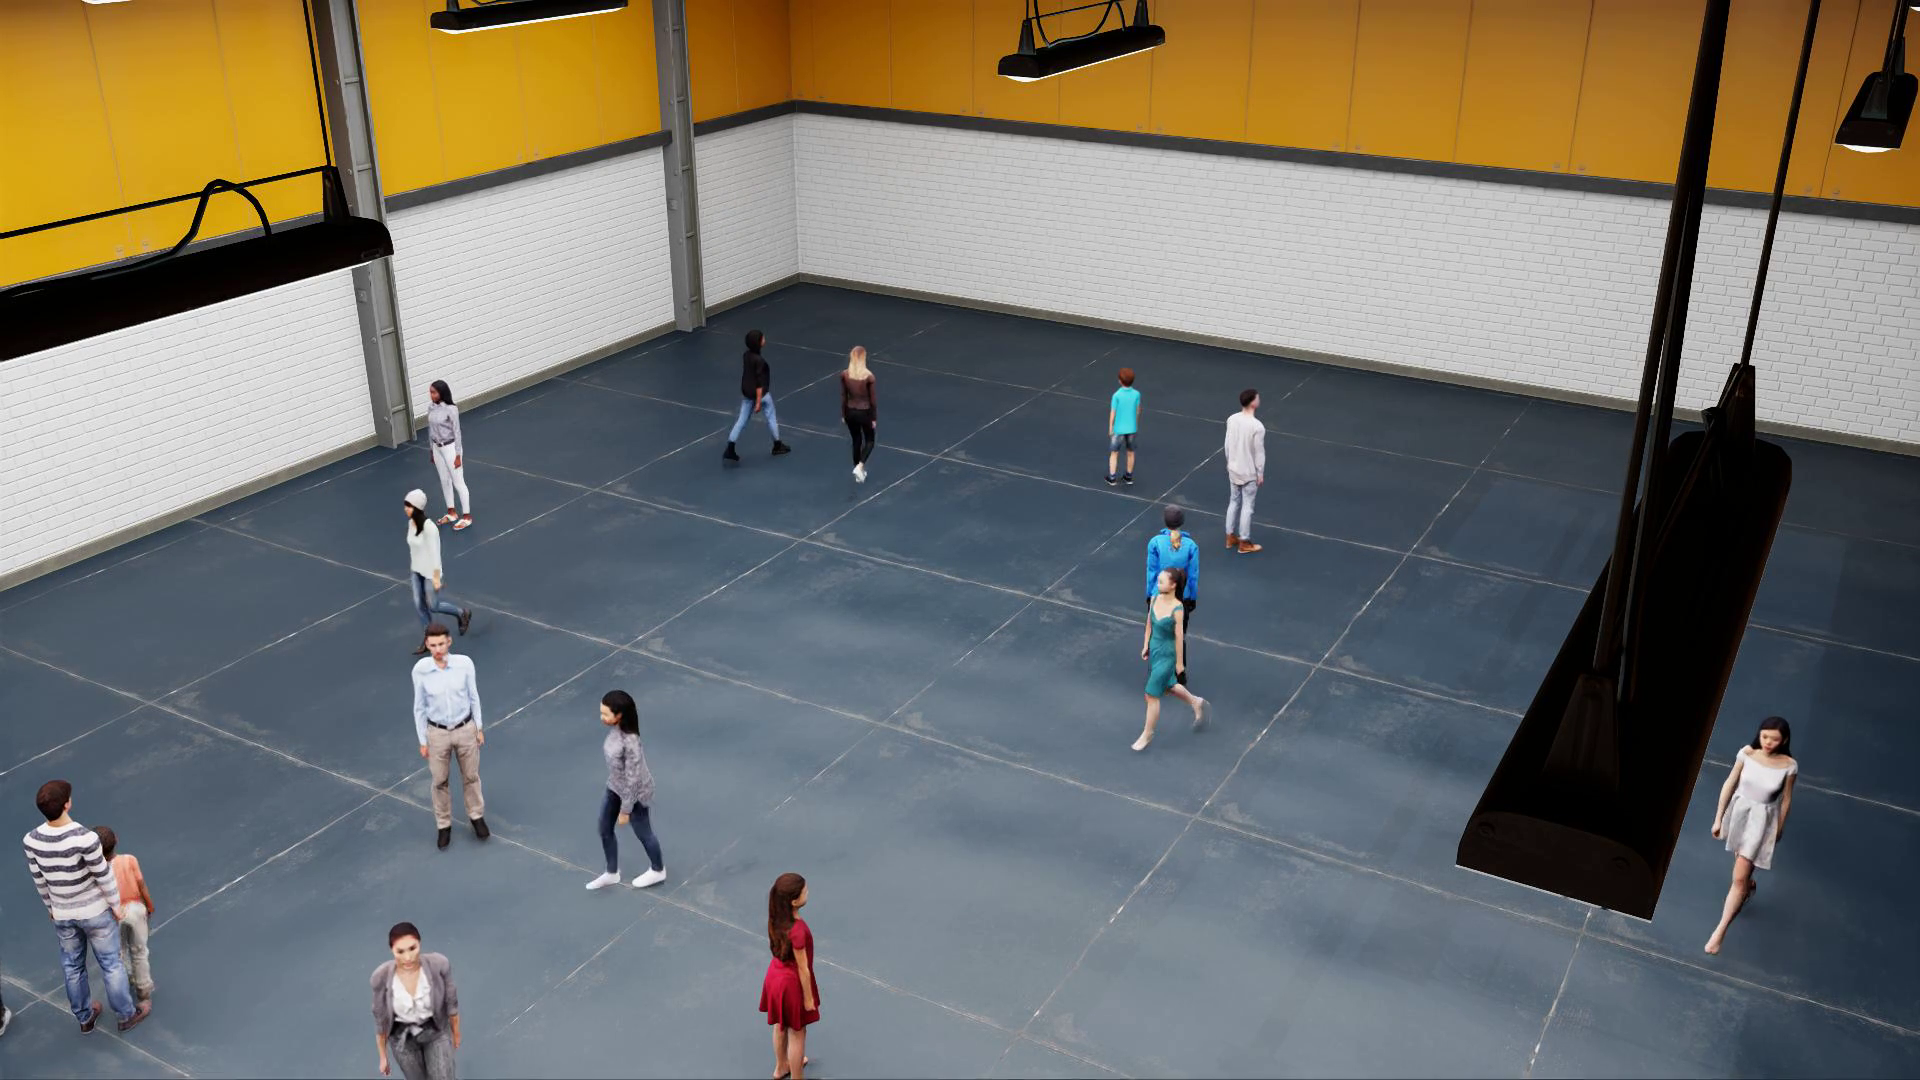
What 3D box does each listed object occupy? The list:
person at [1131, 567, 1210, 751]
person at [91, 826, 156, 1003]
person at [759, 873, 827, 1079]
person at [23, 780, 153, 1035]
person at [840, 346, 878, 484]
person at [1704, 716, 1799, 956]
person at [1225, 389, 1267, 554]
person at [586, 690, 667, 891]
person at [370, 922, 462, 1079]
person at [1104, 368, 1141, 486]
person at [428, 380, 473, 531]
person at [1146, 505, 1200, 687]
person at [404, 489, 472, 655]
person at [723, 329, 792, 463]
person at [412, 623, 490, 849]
[{"bbox_3d":[1.805,0.986,14.165,1.085,1.651,0.900,-11,26,-24],"label":"person"},{"bbox_3d":[-5.581,2.524,11.094,0.692,1.293,0.734,-10,25,-21],"label":"person"},{"bbox_3d":[-1.048,2.730,10.298,0.715,1.552,0.656,-15,28,-31],"label":"person"},{"bbox_3d":[-5.678,2.373,10.737,0.724,1.855,0.714,0,24,0],"label":"person"},{"bbox_3d":[-1.219,-1.441,19.666,0.712,1.692,0.871,7,25,15],"label":"person"},{"bbox_3d":[5.599,2.006,11.758,0.778,1.711,1.286,19,30,37],"label":"person"},{"bbox_3d":[3.068,-0.761,17.928,0.707,1.839,0.757,-16,28,-33],"label":"person"},{"bbox_3d":[-2.325,1.824,12.175,0.942,1.710,0.840,-13,27,-27],"label":"person"},{"bbox_3d":[-3.168,2.895,9.781,0.720,1.663,0.776,-5,24,-12],"label":"person"},{"bbox_3d":[1.974,-1.347,19.755,0.627,1.447,0.687,-6,24,-14],"label":"person"},{"bbox_3d":[-5.713,-0.969,18.547,0.602,1.723,0.498,14,27,29],"label":"person"},{"bbox_3d":[1.905,0.527,15.029,0.676,1.800,0.624,5,24,11],"label":"person"},{"bbox_3d":[-4.995,0.286,15.793,0.653,1.629,0.906,18,29,35],"label":"person"},{"bbox_3d":[-2.585,-1.713,20.336,1.210,1.653,0.765,-21,31,-40],"label":"person"},{"bbox_3d":[-3.920,1.471,12.813,0.724,1.845,0.807,-9,25,-20],"label":"person"}]
